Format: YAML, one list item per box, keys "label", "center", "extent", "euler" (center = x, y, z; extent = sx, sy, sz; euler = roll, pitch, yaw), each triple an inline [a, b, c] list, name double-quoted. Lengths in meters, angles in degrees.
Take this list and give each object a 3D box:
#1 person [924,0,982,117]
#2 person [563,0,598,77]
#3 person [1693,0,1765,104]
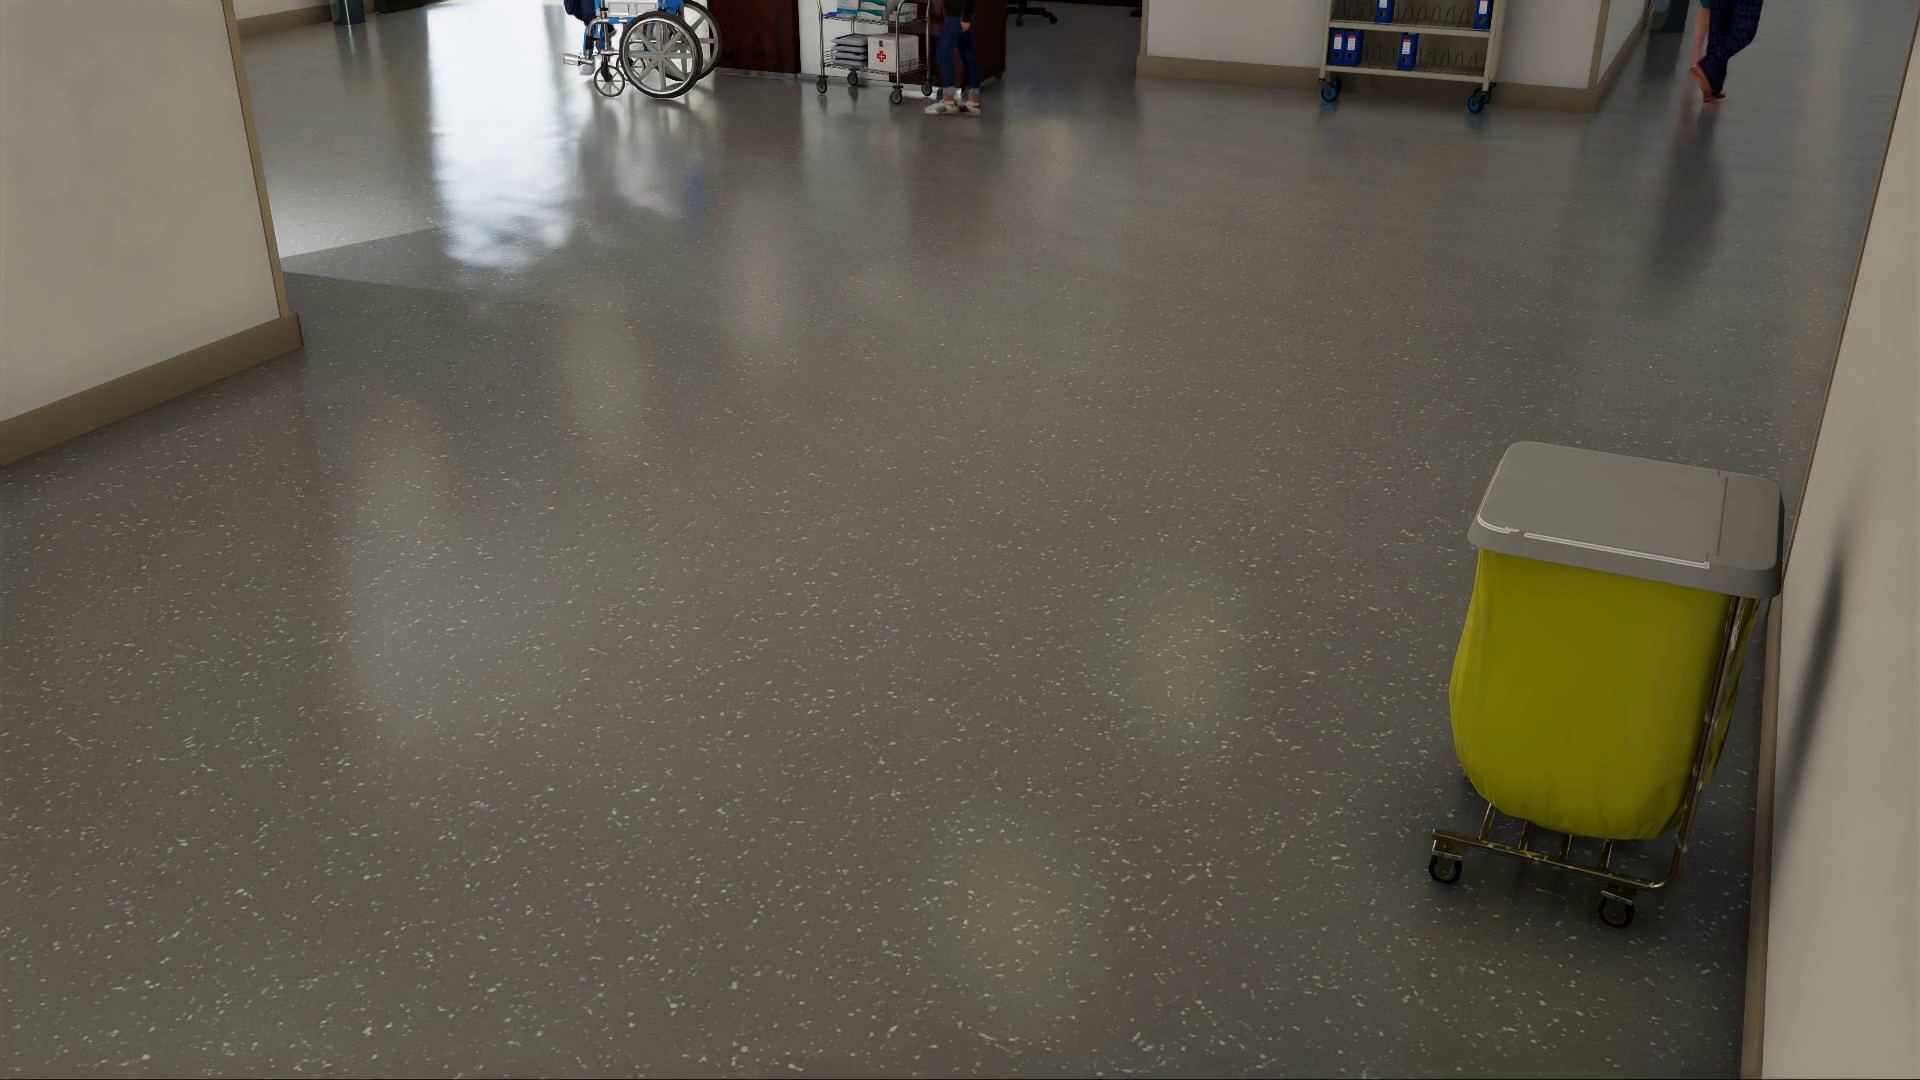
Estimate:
- label: "person"
  center: [0.071, -3.735, 11.742]
  extent: [0.742, 1.471, 0.695]
  euler: [1, 26, 2]
- label: "person"
  center: [-3.021, -4.636, 13.337]
  extent: [1.001, 1.709, 0.816]
  euler: [5, 26, 10]
- label: "person"
  center: [5.568, -4.050, 12.014]
  extent: [0.938, 1.802, 0.913]
  euler: [-18, 31, -33]
